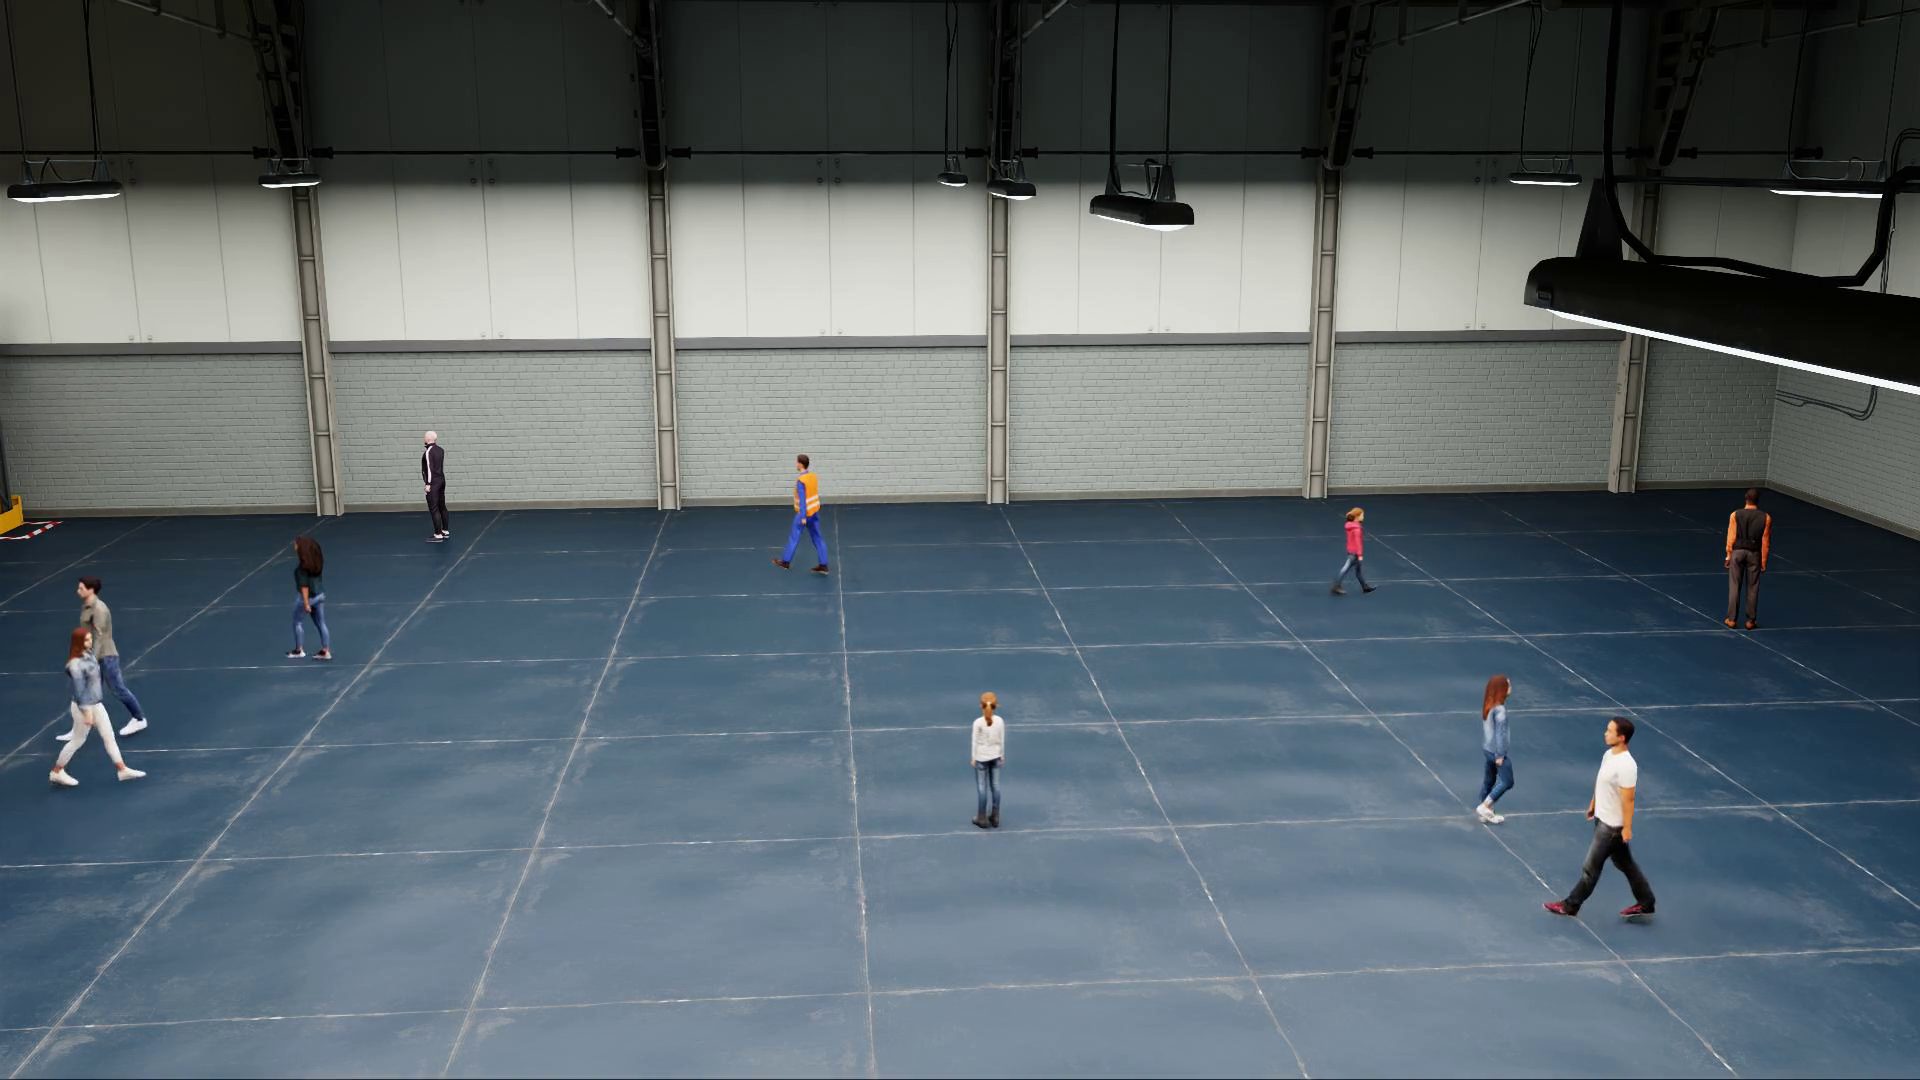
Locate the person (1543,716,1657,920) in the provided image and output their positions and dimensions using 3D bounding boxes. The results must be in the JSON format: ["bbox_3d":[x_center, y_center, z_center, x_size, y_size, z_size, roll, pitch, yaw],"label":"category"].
[{"bbox_3d":[5.487,2.342,13.738,1.219,1.760,0.850,2,13,8],"label":"person"}]

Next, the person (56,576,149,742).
[{"bbox_3d":[-9.245,1.299,18.114,1.163,1.817,1.251,12,18,43],"label":"person"}]

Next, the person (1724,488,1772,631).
[{"bbox_3d":[10.621,0.245,22.469,0.730,1.906,0.854,5,14,22],"label":"person"}]

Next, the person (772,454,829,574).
[{"bbox_3d":[-2.249,-0.361,25.285,1.277,1.816,1.072,6,14,26],"label":"person"}]

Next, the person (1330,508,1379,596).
[{"bbox_3d":[5.630,0.190,24.083,0.946,1.286,0.637,1,13,6],"label":"person"}]

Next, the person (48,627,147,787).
[{"bbox_3d":[-8.874,1.704,16.704,1.114,1.664,0.632,-2,13,-8],"label":"person"}]

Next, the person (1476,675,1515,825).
[{"bbox_3d":[5.033,2.002,15.845,0.569,1.471,0.609,1,13,3],"label":"person"}]

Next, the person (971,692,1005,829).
[{"bbox_3d":[0.274,2.088,15.822,0.485,1.315,0.571,-4,14,-19],"label":"person"}]

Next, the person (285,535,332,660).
[{"bbox_3d":[-8.131,0.740,21.022,0.877,1.596,0.737,4,14,15],"label":"person"}]

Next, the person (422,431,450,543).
[{"bbox_3d":[-8.696,-0.904,27.586,0.647,1.837,0.717,2,13,7],"label":"person"}]
